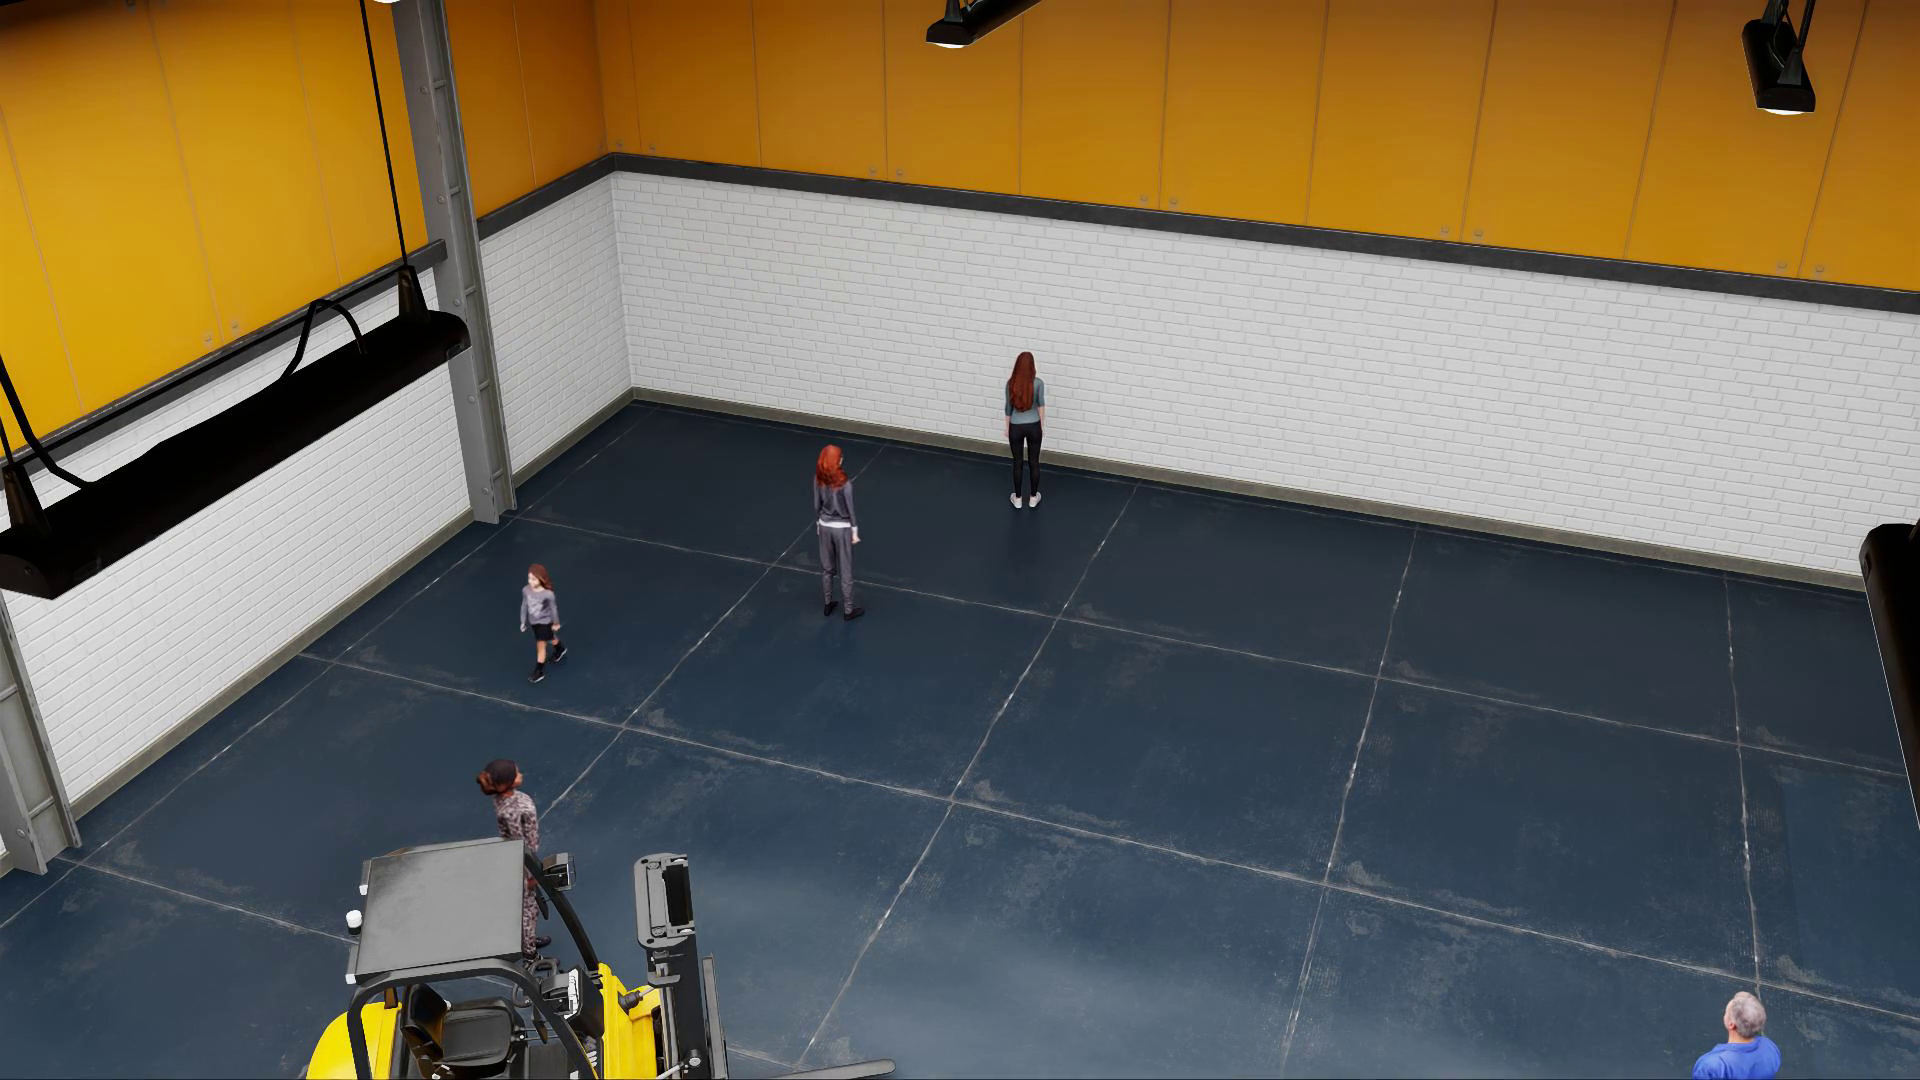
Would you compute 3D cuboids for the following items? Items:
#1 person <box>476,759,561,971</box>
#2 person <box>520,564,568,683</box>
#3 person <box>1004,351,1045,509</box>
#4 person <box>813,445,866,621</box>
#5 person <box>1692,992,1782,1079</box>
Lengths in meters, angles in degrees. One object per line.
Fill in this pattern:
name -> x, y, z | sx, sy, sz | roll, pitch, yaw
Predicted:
person -> -3.016, 2.203, 11.364 | 0.742, 1.714, 0.681 | -12, 31, -21
person -> -3.702, 0.679, 14.821 | 0.519, 1.078, 0.811 | 13, 31, 22
person -> 0.680, -1.157, 17.493 | 0.637, 1.742, 0.636 | 0, 29, 1
person -> -1.156, -0.075, 15.472 | 0.613, 1.779, 0.550 | 15, 32, 26
person -> 4.217, 3.286, 9.262 | 0.776, 1.825, 0.819 | -11, 30, -19
